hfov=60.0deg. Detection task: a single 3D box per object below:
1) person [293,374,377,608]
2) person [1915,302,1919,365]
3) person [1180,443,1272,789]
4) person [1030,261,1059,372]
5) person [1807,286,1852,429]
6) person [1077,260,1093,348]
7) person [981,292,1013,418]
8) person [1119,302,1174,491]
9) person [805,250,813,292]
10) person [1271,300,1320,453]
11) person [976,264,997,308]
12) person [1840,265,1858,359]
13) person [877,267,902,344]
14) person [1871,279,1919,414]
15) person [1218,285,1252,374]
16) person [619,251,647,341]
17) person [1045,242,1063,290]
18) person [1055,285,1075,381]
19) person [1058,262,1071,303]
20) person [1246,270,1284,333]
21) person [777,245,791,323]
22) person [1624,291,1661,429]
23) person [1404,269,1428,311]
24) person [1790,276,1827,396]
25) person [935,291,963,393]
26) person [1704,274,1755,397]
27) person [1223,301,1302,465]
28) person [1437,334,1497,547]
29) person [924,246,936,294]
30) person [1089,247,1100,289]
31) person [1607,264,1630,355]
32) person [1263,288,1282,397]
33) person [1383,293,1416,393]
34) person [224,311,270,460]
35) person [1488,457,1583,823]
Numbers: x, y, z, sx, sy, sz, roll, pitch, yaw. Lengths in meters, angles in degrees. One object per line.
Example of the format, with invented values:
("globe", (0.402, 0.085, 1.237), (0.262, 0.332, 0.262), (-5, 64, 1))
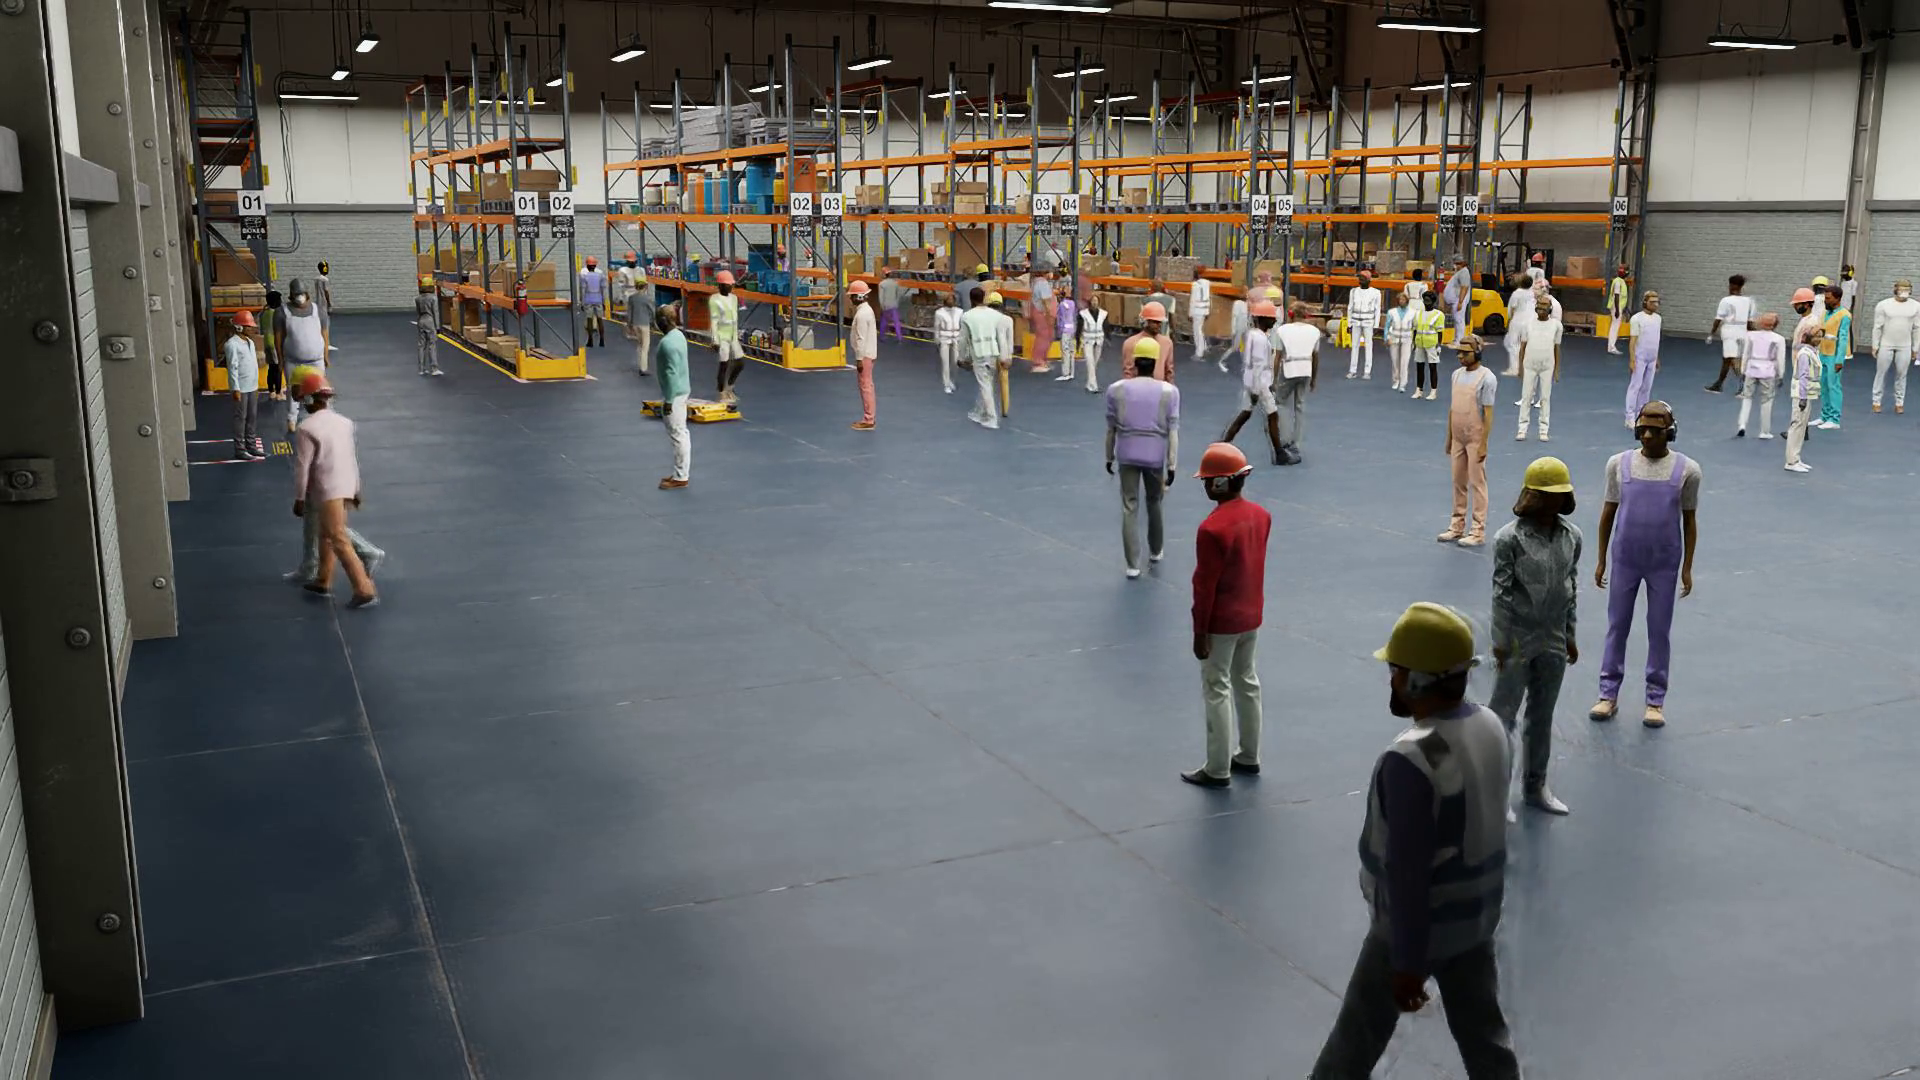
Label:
("person", (-4.643, -0.365, 12.275), (0.798, 1.727, 0.578), (2, 11, 12))
("person", (18.346, -4.221, 31.417), (0.328, 1.872, 0.514), (-3, 12, -15))
("person", (1.324, 0.377, 8.379), (0.349, 1.743, 0.567), (10, 15, 42))
("person", (1.574, -4.066, 30.194), (0.643, 2.000, 0.702), (-1, 11, -4))
("person", (11.717, -2.453, 22.338), (0.380, 1.910, 0.592), (0, 11, 0))
("person", (2.652, -5.036, 35.550), (0.415, 1.873, 0.680), (7, 13, 31))
("person", (0.495, -2.599, 23.440), (0.525, 1.769, 0.316), (-3, 12, -16))
("person", (1.930, -1.448, 17.070), (0.629, 1.981, 0.438), (-6, 12, -27))
("person", (-4.687, -8.189, 51.913), (0.349, 1.743, 0.570), (-1, 11, -6))
("person", (4.015, -1.954, 19.994), (0.612, 1.827, 0.509), (-2, 11, -12))
("person", (0.452, -4.207, 31.211), (0.383, 1.923, 0.588), (8, 14, 35))
("person", (17.568, -4.522, 32.988), (0.334, 1.861, 0.497), (-1, 11, -5))
("person", (-1.563, -5.181, 36.766), (0.582, 1.697, 0.947), (-8, 14, -36))
("person", (13.482, -2.783, 23.963), (0.631, 1.932, 0.363), (4, 12, 20))
("person", (4.964, -3.763, 29.773), (0.511, 1.605, 0.661), (-9, 14, -39))
("person", (-7.350, -5.488, 37.501), (0.603, 2.016, 0.626), (-6, 12, -26))
("person", (3.203, -9.108, 56.164), (0.647, 1.907, 0.401), (4, 12, 18))
("person", (1.821, -3.567, 28.682), (0.310, 1.640, 0.514), (5, 12, 26))
("person", (2.212, -4.952, 35.179), (0.327, 1.860, 0.500), (-6, 12, -26))
("person", (5.331, -3.769, 29.080), (0.662, 1.887, 0.416), (2, 11, 10))
("person", (-4.690, -6.735, 43.756), (0.616, 2.040, 0.383), (-7, 13, -32))
("person", (9.157, -2.402, 22.234), (0.520, 1.844, 0.331), (-5, 12, -26))
("person", (9.726, -4.937, 35.494), (0.533, 1.698, 0.322), (8, 14, 35))
("person", (13.563, -3.220, 26.312), (0.595, 1.873, 0.645), (-4, 12, -21))
("person", (-0.159, -3.159, 26.621), (0.541, 1.628, 0.362), (-5, 12, -24))
("person", (12.214, -3.218, 26.227), (0.625, 1.924, 1.016), (-5, 12, -22))
("person", (3.394, -1.788, 19.015), (0.985, 1.897, 0.560), (0, 11, -1))
("person", (4.422, -0.867, 14.457), (0.339, 1.839, 0.504), (-5, 12, -25))
("person", (-0.743, -6.464, 42.416), (0.407, 2.035, 0.605), (-4, 12, -20))
("person", (3.938, -7.773, 49.452), (0.575, 1.880, 0.358), (8, 14, 35))
("person", (13.399, -4.700, 33.911), (0.374, 1.843, 0.568), (6, 12, 27))
("person", (4.743, -2.965, 25.355), (0.303, 1.743, 0.494), (2, 11, 10))
("person", (7.163, -3.218, 27.031), (0.531, 1.595, 0.834), (5, 12, 22))
("person", (-8.355, -1.808, 19.479), (0.350, 1.743, 0.564), (1, 11, 4))
("person", (2.739, 0.468, 7.911), (0.487, 1.744, 0.294), (-4, 12, -21))
